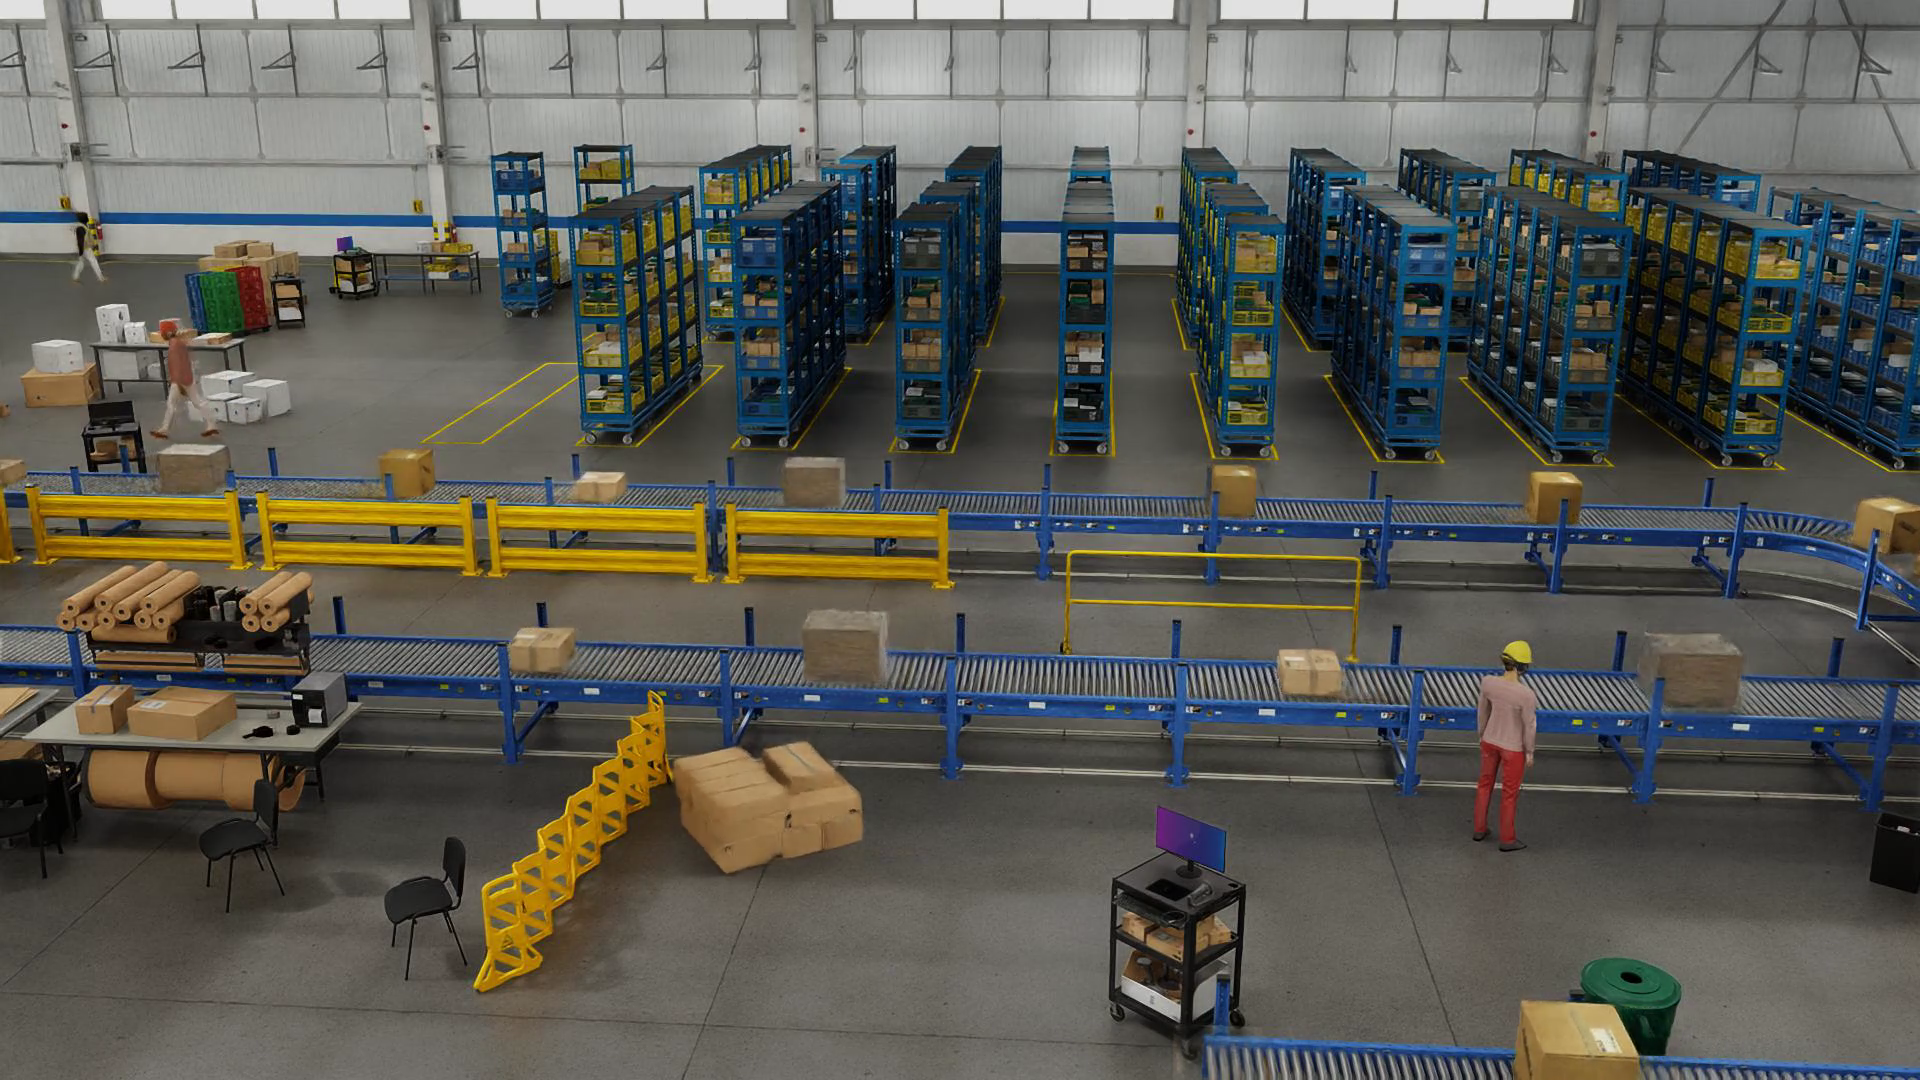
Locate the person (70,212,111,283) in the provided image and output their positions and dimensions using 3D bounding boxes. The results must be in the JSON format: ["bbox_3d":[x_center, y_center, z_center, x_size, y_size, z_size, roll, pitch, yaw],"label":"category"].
[{"bbox_3d":[-22.153,-7.385,42.053,0.942,1.807,0.653,-6,19,-19],"label":"person"}]

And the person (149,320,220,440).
[{"bbox_3d":[-12.420,-2.544,26.481,1.081,1.937,0.596,-1,18,-3],"label":"person"}]

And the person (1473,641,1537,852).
[{"bbox_3d":[4.414,1.654,13.438,0.326,1.760,0.524,-13,22,-36],"label":"person"}]
